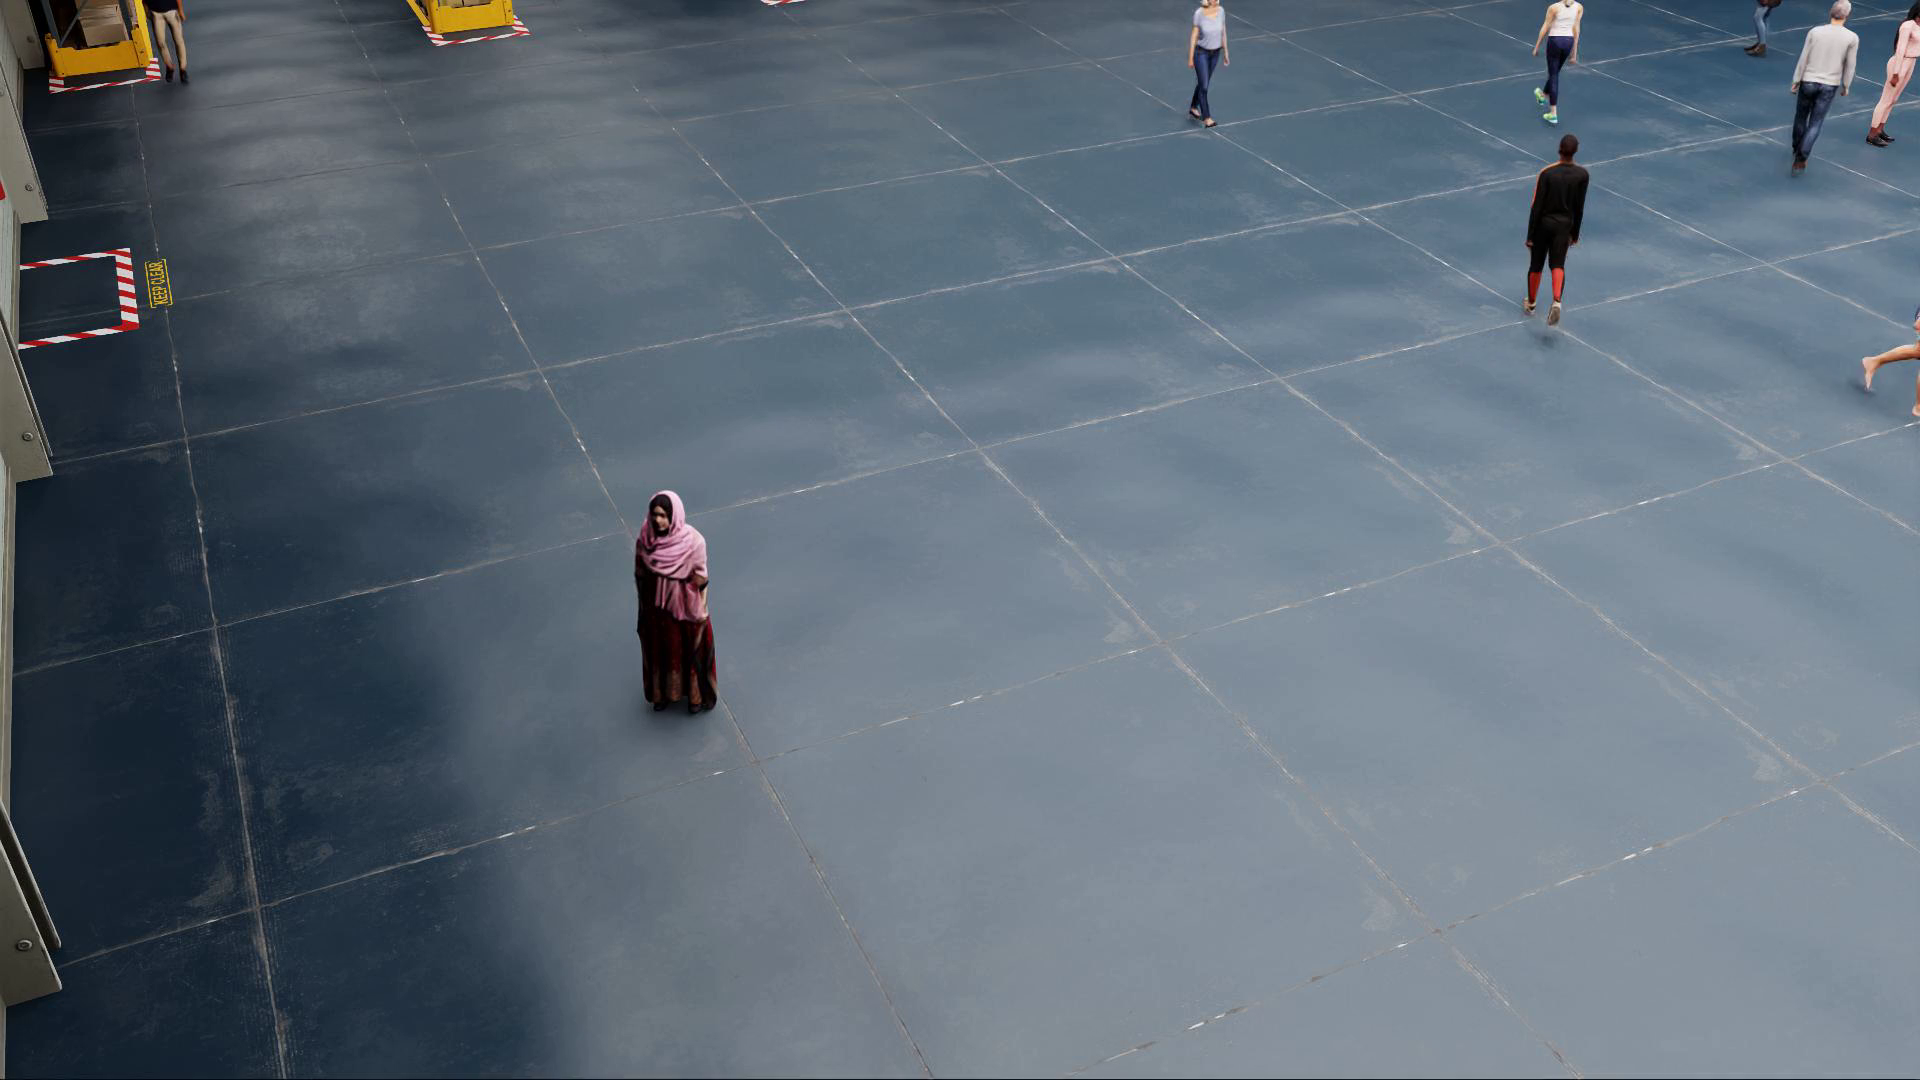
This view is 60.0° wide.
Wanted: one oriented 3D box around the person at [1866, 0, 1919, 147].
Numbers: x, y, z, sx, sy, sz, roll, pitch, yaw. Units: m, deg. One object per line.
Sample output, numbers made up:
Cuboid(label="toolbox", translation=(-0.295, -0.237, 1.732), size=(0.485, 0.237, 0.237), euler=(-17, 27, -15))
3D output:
Cuboid(label="person", translation=(11.129, -5.561, 19.707), size=(0.678, 1.722, 0.638), euler=(-27, 41, -35))

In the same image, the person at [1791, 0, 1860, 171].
Cuboid(label="person", translation=(9.748, -5.114, 18.891), size=(1.295, 1.863, 1.234), euler=(20, 38, 27))

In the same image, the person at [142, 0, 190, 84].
Cuboid(label="person", translation=(-10.377, -6.924, 21.690), size=(0.648, 1.845, 0.623), euler=(-12, 35, -18))

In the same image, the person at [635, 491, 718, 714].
Cuboid(label="person", translation=(-1.831, 0.389, 10.636), size=(0.766, 1.638, 0.787), euler=(5, 33, 7))

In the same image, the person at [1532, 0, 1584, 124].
Cuboid(label="person", translation=(7.357, -5.953, 20.365), size=(0.862, 1.662, 1.205), euler=(-3, 33, -4))

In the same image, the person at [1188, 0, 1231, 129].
Cuboid(label="person", translation=(2.974, -5.940, 20.325), size=(0.563, 1.685, 1.023), euler=(-14, 36, -21))

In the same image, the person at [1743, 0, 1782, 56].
Cuboid(label="person", translation=(11.083, -7.454, 22.700), size=(0.784, 1.633, 0.750), euler=(17, 37, 25))

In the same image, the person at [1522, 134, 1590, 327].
Cuboid(label="person", translation=(5.540, -2.859, 15.487), size=(0.949, 1.794, 1.115), euler=(3, 33, 5))
